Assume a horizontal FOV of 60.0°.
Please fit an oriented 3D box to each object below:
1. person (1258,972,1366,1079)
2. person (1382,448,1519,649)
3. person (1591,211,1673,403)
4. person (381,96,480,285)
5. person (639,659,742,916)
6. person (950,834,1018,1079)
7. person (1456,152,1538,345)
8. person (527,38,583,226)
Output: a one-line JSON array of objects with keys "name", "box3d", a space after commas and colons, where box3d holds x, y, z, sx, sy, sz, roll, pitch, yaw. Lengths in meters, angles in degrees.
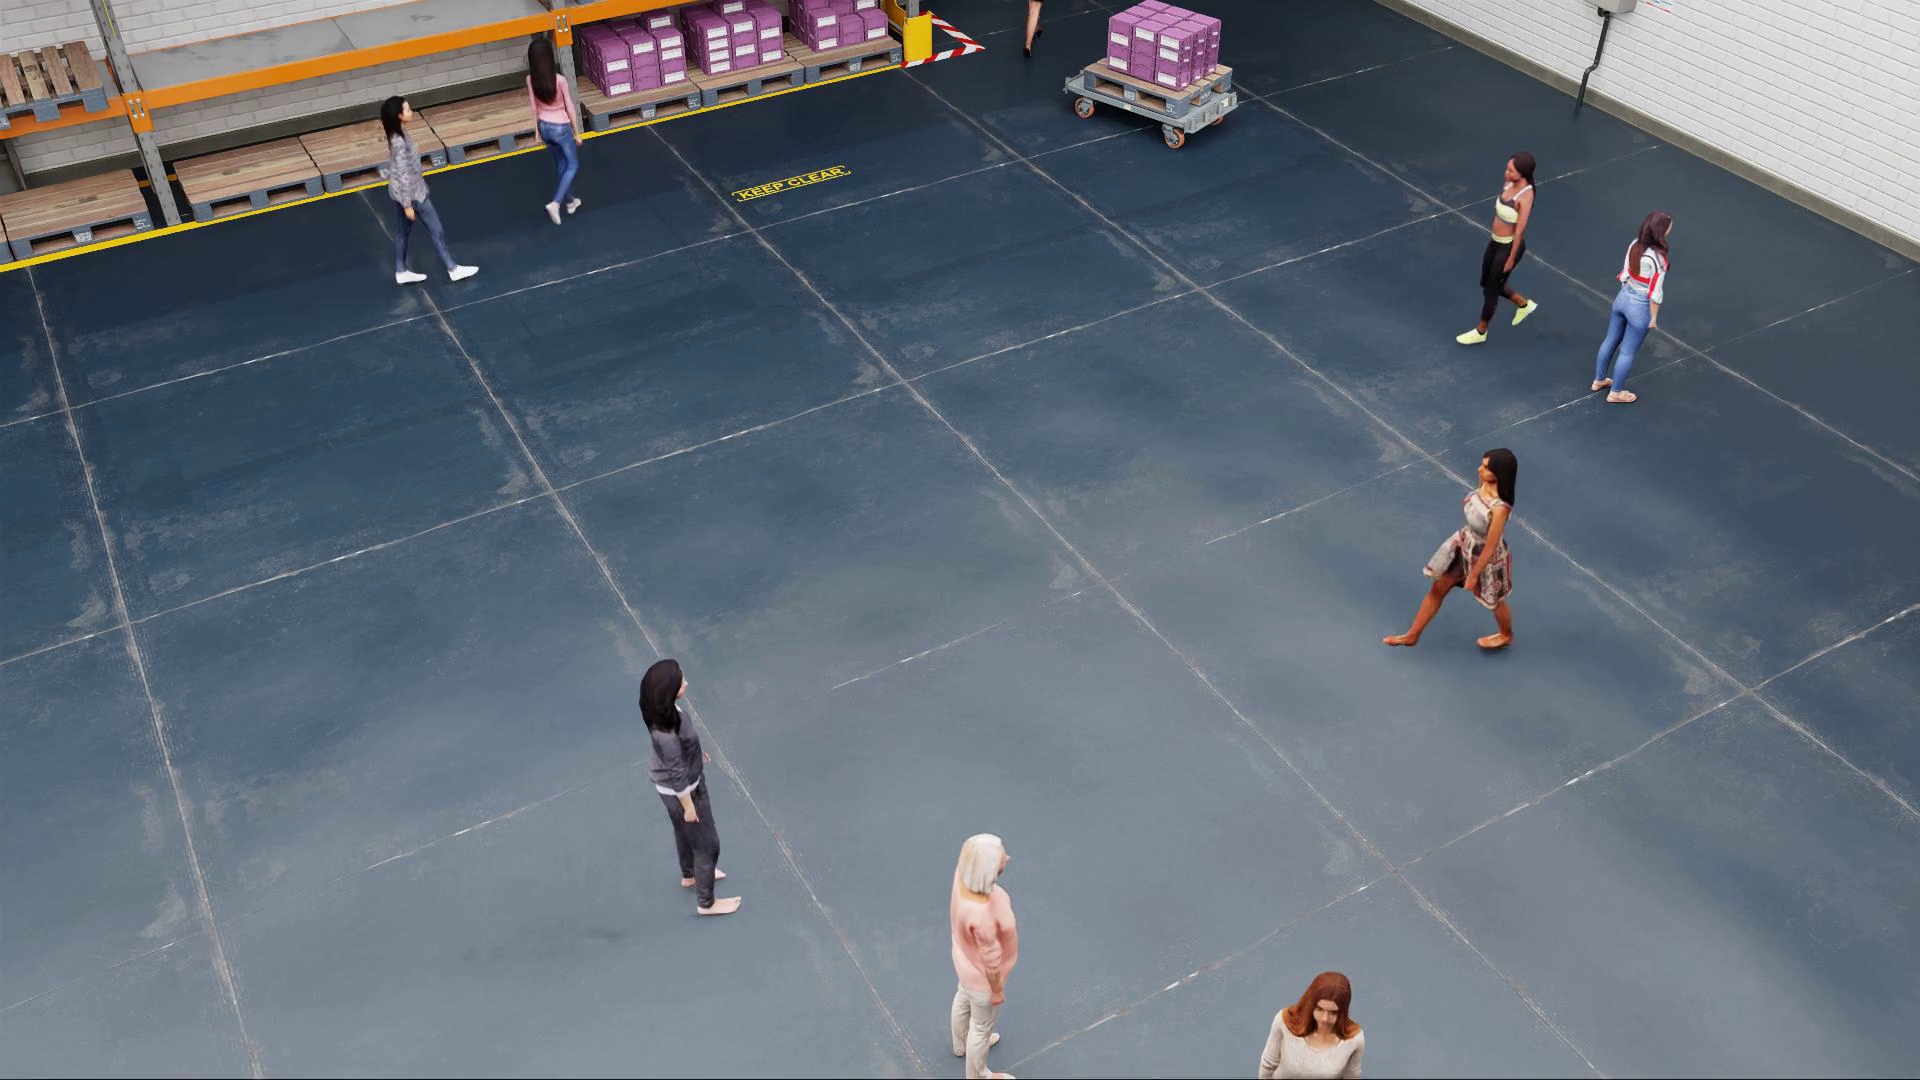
[{"name": "person", "box3d": [1.550, 2.500, 7.505, 0.684, 1.713, 0.743, 10, 40, 12]}, {"name": "person", "box3d": [3.387, 0.118, 10.582, 1.193, 1.595, 0.917, -3, 39, -4]}, {"name": "person", "box3d": [5.272, -1.832, 13.010, 0.560, 1.613, 0.621, -13, 40, -15]}, {"name": "person", "box3d": [-4.841, -2.971, 14.356, 0.978, 1.712, 0.745, -14, 41, -17]}, {"name": "person", "box3d": [-1.556, 1.321, 8.944, 0.626, 1.761, 0.662, -14, 41, -17]}, {"name": "person", "box3d": [0.094, 2.036, 8.077, 0.602, 1.725, 0.650, -10, 40, -12]}, {"name": "person", "box3d": [4.536, -2.364, 13.576, 0.971, 1.738, 0.763, -5, 39, -6]}, {"name": "person", "box3d": [-3.738, -3.722, 15.285, 0.932, 1.728, 0.995, 9, 40, 11]}]
